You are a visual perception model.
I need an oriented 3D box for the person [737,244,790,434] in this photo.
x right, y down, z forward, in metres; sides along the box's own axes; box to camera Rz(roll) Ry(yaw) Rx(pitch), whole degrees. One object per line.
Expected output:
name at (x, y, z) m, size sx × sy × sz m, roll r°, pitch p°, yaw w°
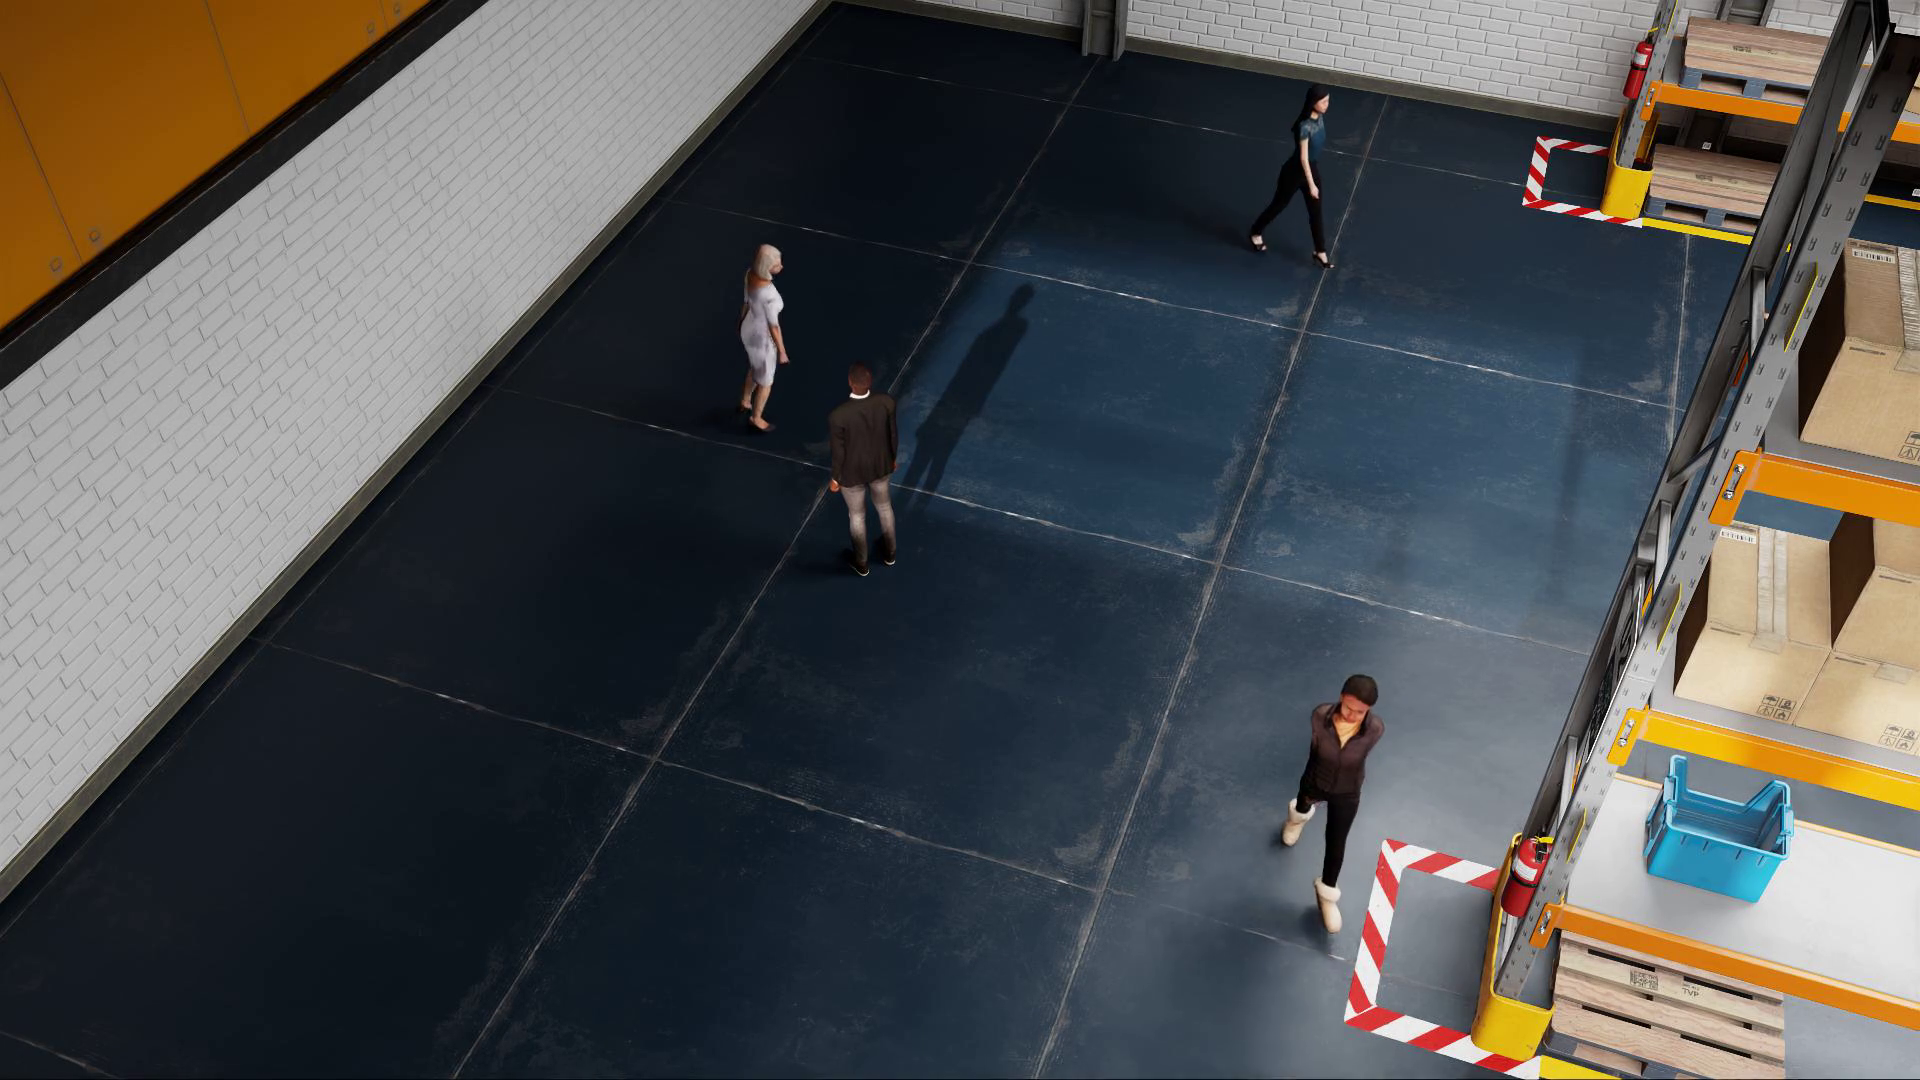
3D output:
person at (-1.555, -1.501, 12.545) m, size 0.825 × 1.714 × 0.761 m, roll -31°, pitch 51°, yaw -28°

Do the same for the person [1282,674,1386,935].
person at (2.094, 1.482, 9.458) m, size 1.040 × 1.652 × 0.683 m, roll -9°, pitch 44°, yaw -9°

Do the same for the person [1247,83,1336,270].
person at (2.828, -3.125, 14.268) m, size 1.123 × 1.690 × 0.756 m, roll 26°, pitch 49°, yaw 25°

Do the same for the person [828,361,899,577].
person at (-0.644, -0.495, 11.428) m, size 0.736 × 1.799 × 0.790 m, roll -19°, pitch 47°, yaw -19°
